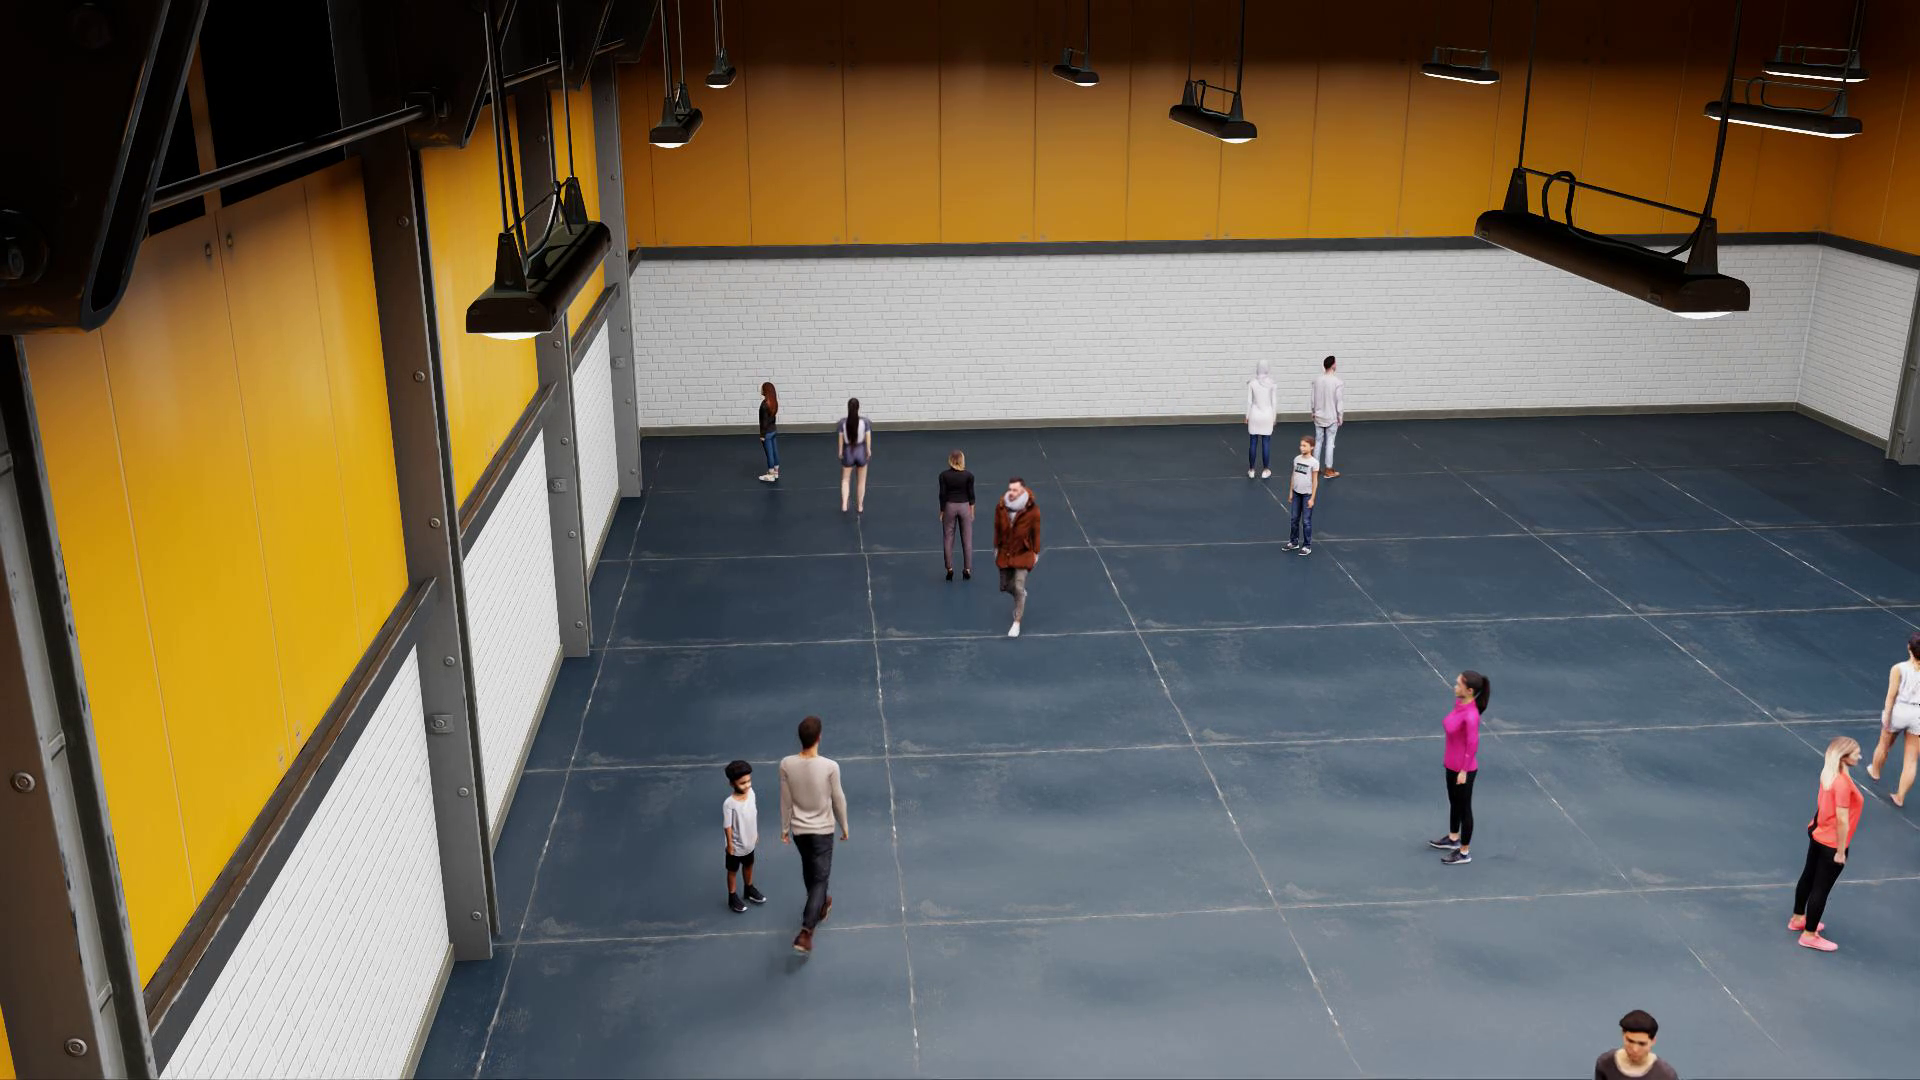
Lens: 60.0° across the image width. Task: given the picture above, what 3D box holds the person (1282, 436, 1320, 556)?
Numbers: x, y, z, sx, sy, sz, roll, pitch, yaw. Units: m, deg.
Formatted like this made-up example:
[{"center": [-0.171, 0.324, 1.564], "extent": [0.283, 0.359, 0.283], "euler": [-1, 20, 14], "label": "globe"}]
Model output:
[{"center": [4.431, -0.600, 21.444], "extent": [0.692, 1.562, 0.618], "euler": [-16, 25, -40], "label": "person"}]

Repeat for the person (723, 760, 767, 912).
[{"center": [-1.746, 2.328, 13.229], "extent": [0.622, 1.257, 0.565], "euler": [16, 24, 39], "label": "person"}]

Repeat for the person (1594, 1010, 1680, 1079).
[{"center": [3.806, 3.381, 9.409], "extent": [0.921, 1.699, 1.058], "euler": [10, 21, 27], "label": "person"}]

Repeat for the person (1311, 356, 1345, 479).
[{"center": [5.451, -1.846, 24.707], "extent": [0.752, 1.840, 0.814], "euler": [15, 24, 38], "label": "person"}]

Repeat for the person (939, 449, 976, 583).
[{"center": [-0.037, -0.303, 20.391], "extent": [0.609, 1.671, 0.542], "euler": [0, 19, 0], "label": "person"}]

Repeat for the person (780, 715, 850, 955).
[{"center": [-1.135, 2.244, 12.574], "extent": [0.917, 1.834, 1.273], "euler": [4, 19, 12], "label": "person"}]

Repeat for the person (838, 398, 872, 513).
[{"center": [-1.443, -1.149, 22.943], "extent": [0.609, 1.646, 0.585], "euler": [0, 19, -1], "label": "person"}]

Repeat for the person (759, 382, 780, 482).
[{"center": [-2.817, -1.616, 24.585], "extent": [0.691, 1.483, 0.570], "euler": [6, 20, 18], "label": "person"}]

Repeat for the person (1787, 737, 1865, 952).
[{"center": [6.610, 2.282, 12.678], "extent": [0.704, 1.694, 0.553], "euler": [3, 19, 9], "label": "person"}]

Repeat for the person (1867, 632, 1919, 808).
[{"center": [8.466, 1.623, 14.815], "extent": [0.779, 1.581, 1.007], "euler": [6, 19, 16], "label": "person"}]

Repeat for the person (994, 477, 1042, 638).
[{"center": [0.655, 0.145, 18.834], "extent": [1.002, 1.816, 1.190], "euler": [7, 20, 20], "label": "person"}]

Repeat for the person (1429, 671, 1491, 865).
[{"center": [4.190, 1.877, 13.876], "extent": [0.650, 1.698, 0.514], "euler": [0, 19, 0], "label": "person"}]

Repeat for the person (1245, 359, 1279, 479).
[{"center": [4.463, -1.801, 24.674], "extent": [0.676, 1.777, 0.641], "euler": [5, 19, 14], "label": "person"}]
